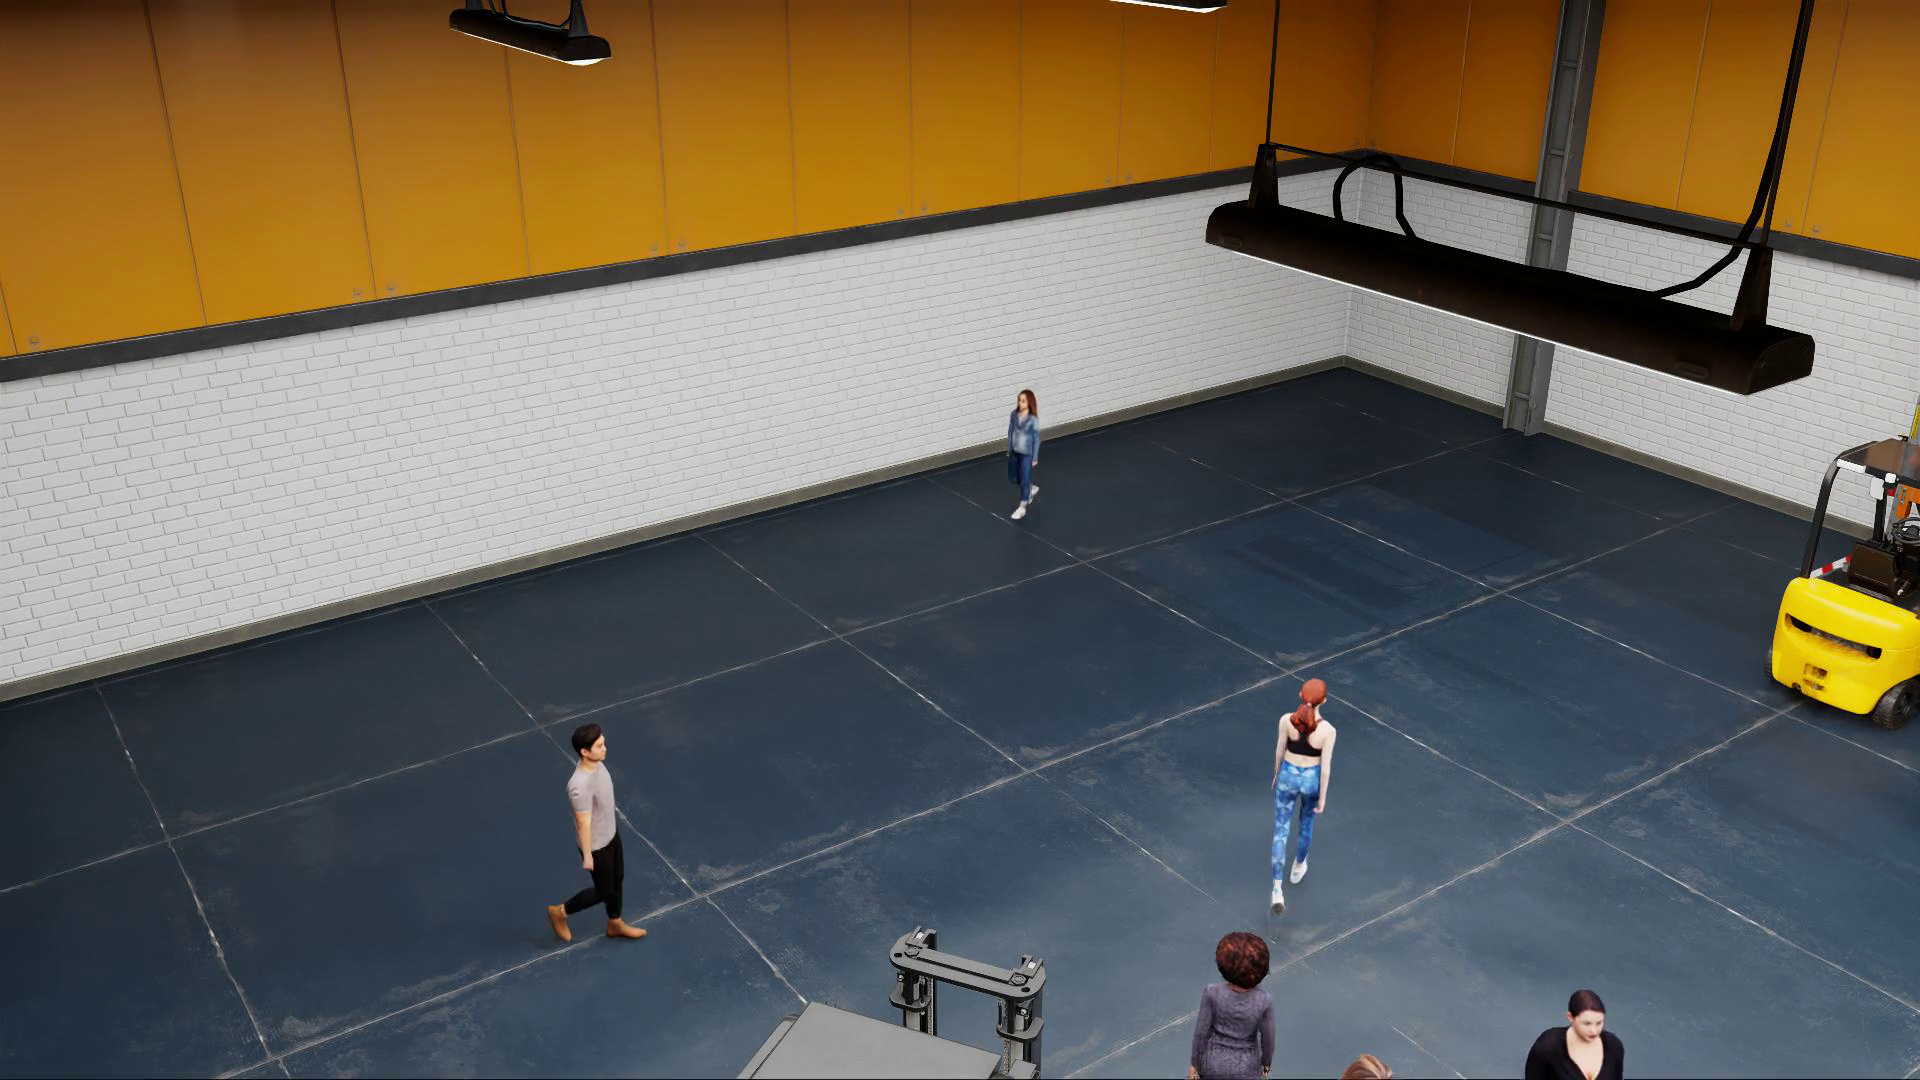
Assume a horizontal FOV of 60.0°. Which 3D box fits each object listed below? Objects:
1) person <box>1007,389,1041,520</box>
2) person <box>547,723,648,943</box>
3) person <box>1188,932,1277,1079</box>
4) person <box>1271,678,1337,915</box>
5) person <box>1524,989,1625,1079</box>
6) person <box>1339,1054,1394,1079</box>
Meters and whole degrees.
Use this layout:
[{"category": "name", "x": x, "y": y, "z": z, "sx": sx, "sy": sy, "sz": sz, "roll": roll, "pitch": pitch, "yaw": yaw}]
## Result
[{"category": "person", "x": 0.739, "y": -0.977, "z": 18.416, "sx": 0.737, "sy": 1.470, "sz": 0.737, "roll": 19, "pitch": 30, "yaw": 36}, {"category": "person", "x": -2.531, "y": 2.010, "z": 11.286, "sx": 0.957, "sy": 1.708, "sz": 0.930, "roll": 1, "pitch": 24, "yaw": 2}, {"category": "person", "x": 1.486, "y": 2.960, "z": 9.120, "sx": 0.771, "sy": 1.703, "sz": 0.830, "roll": 5, "pitch": 24, "yaw": 12}, {"category": "person", "x": 2.360, "y": 1.808, "z": 11.682, "sx": 1.108, "sy": 1.760, "sz": 1.062, "roll": 8, "pitch": 25, "yaw": 17}, {"category": "person", "x": 3.190, "y": 3.068, "z": 8.849, "sx": 0.976, "sy": 1.722, "sz": 1.171, "roll": -3, "pitch": 24, "yaw": -6}, {"category": "person", "x": 2.037, "y": 3.246, "z": 8.467, "sx": 0.754, "sy": 1.701, "sz": 0.803, "roll": -9, "pitch": 25, "yaw": -19}]
